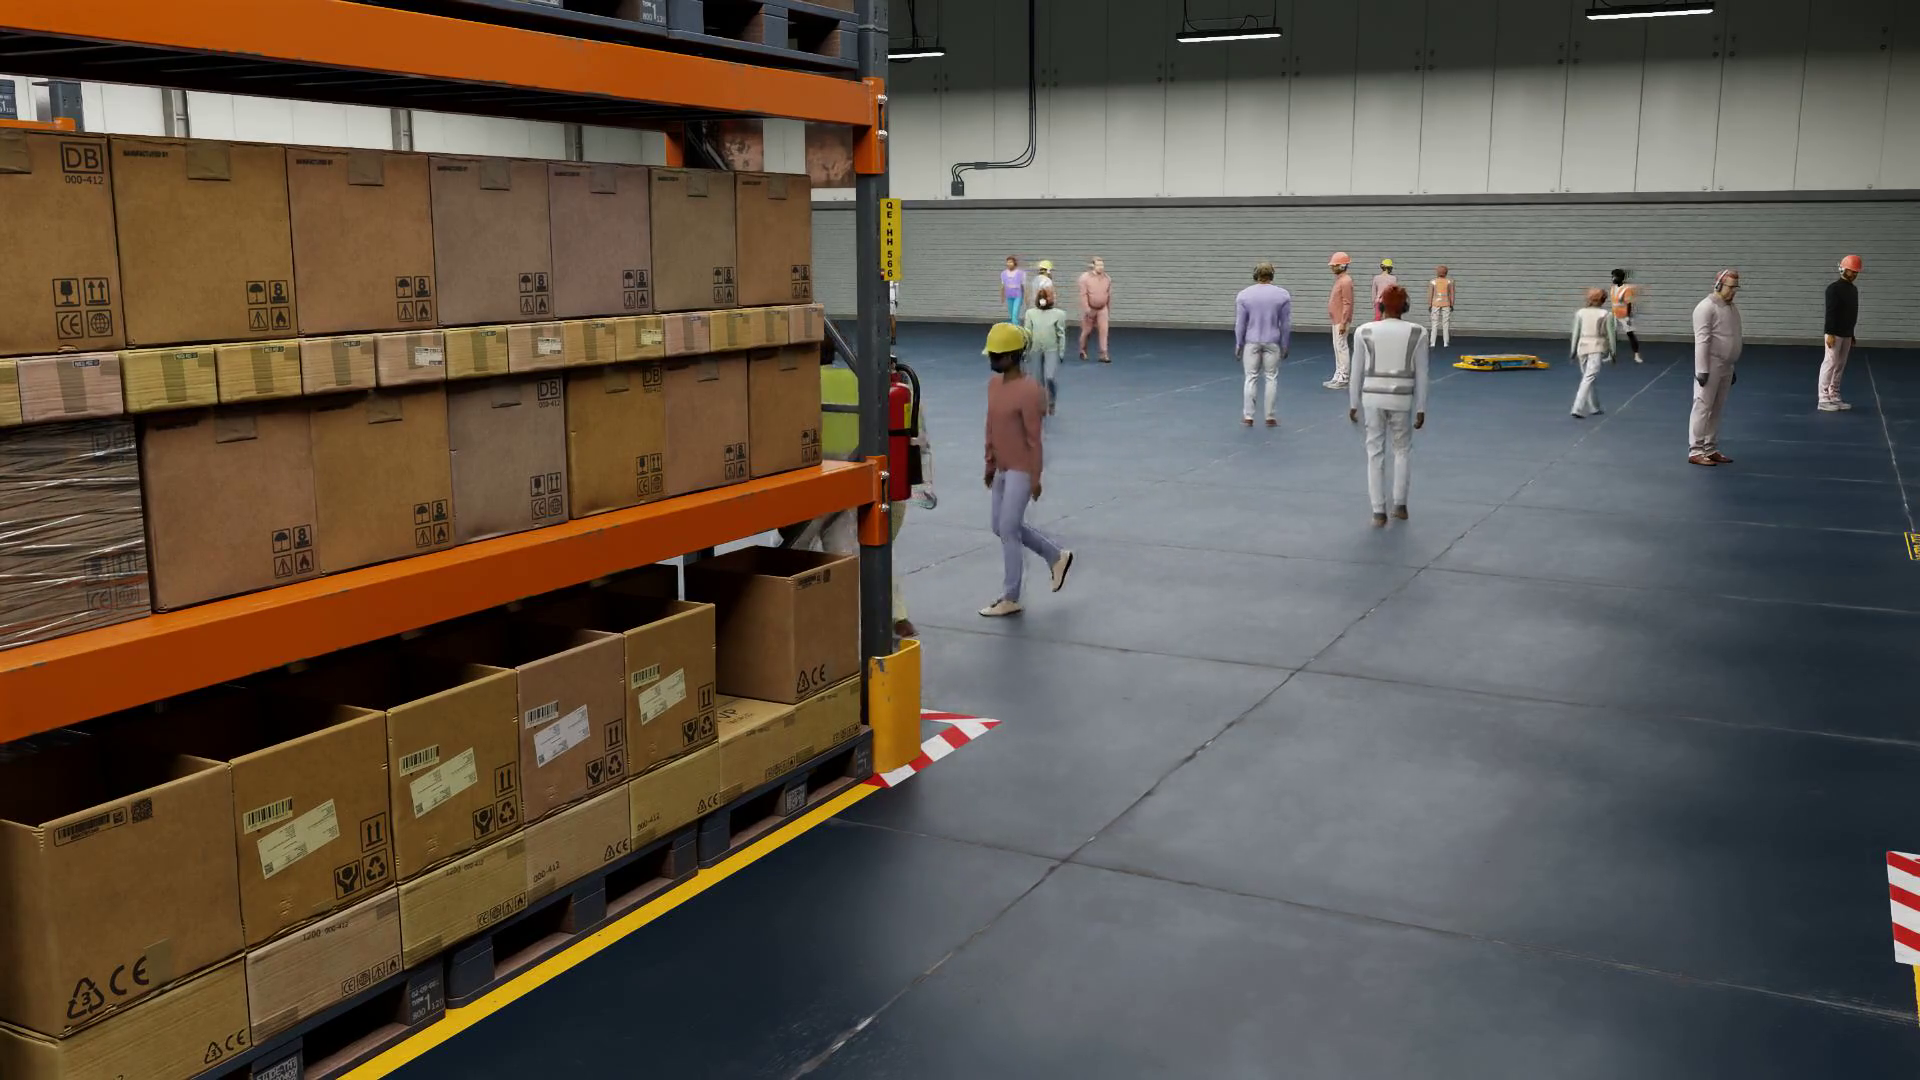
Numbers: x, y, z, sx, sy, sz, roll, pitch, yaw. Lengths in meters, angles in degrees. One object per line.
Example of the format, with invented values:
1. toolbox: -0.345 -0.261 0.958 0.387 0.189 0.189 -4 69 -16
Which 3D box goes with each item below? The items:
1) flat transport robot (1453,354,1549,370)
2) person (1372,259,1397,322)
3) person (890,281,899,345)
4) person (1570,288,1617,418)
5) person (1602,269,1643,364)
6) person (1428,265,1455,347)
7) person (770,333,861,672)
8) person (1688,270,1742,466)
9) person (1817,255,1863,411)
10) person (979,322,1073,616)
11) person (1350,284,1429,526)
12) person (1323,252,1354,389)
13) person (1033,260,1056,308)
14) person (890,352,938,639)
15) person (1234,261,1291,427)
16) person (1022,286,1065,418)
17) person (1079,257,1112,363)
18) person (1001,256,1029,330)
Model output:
1. flat transport robot: 9.058 -2.985 27.850 1.431 0.197 0.652 -4 11 -20
2. person: 8.531 -4.749 33.396 0.533 1.765 0.321 9 14 40
3. person: -1.526 -4.925 33.884 0.550 1.935 0.375 -5 11 -24
4. person: 7.816 -2.305 20.541 0.880 1.593 0.541 -8 13 -36
5. person: 11.698 -3.926 29.222 0.630 1.662 0.574 -3 11 -18
6. person: 9.644 -4.677 33.336 0.514 1.643 0.307 3 11 15
7. person: -0.780 -0.216 8.531 0.666 1.814 0.745 -10 14 -43
8. person: 7.430 -1.682 16.303 0.639 1.902 0.406 -9 13 -39
9. person: 11.328 -2.654 21.368 0.611 1.985 0.393 -7 13 -34
10. person: 0.393 -0.428 9.886 0.592 1.738 0.515 -5 11 -24
11. person: 3.350 -1.063 13.025 0.591 1.856 0.736 3 11 14
12. person: 5.561 -3.214 24.401 0.397 1.990 0.624 0 10 2
13. person: 1.493 -4.034 29.383 0.451 1.813 0.598 -4 11 -23
14. person: -0.368 -0.249 9.302 0.496 1.591 0.800 -7 12 -33
15. person: 3.542 -2.278 19.458 0.663 1.933 0.362 1 10 5
16. person: 1.018 -2.298 20.416 0.510 1.618 0.358 3 11 16
17. person: 2.402 -4.111 29.644 0.625 1.866 0.898 -3 11 -15
18. person: 1.199 -5.170 35.601 0.597 1.807 0.893 6 12 28
